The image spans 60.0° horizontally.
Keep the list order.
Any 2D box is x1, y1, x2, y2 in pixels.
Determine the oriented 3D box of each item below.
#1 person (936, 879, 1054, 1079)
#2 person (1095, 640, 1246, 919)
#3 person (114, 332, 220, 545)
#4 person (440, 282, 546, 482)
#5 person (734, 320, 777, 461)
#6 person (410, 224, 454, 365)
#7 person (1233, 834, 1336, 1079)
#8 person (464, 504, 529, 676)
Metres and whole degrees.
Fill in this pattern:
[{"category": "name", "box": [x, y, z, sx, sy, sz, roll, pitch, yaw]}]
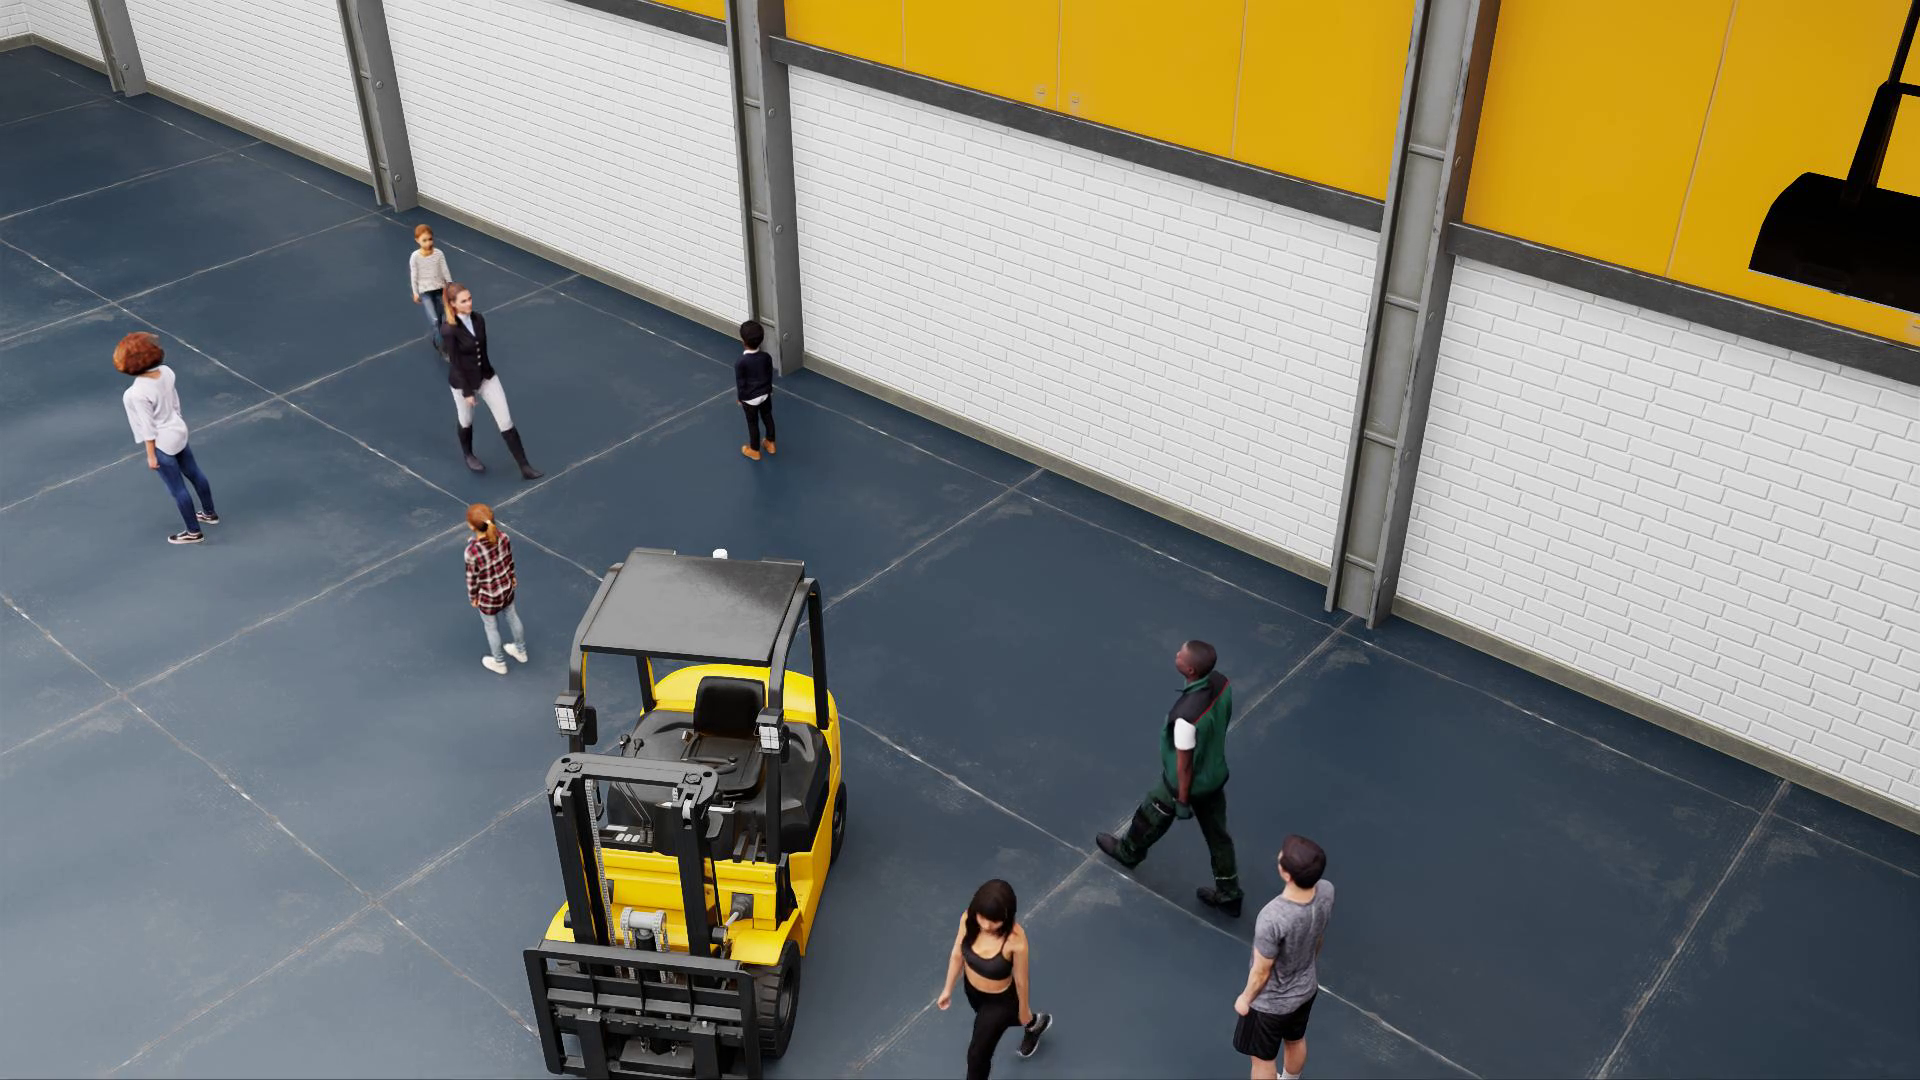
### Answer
[{"category": "person", "box": [0.211, 2.194, 8.193, 1.017, 1.608, 0.650, 28, 43, 35]}, {"category": "person", "box": [1.376, 1.372, 9.276, 1.202, 1.779, 0.732, 23, 40, 30]}, {"category": "person", "box": [-5.983, -0.781, 12.573, 0.760, 1.714, 0.738, 5, 34, 8]}, {"category": "person", "box": [-3.951, -1.249, 13.301, 1.084, 1.688, 0.545, 25, 41, 33]}, {"category": "person", "box": [-1.683, -1.239, 13.704, 0.536, 1.226, 0.522, -24, 41, -32]}, {"category": "person", "box": [-4.847, -2.290, 15.224, 0.644, 1.293, 0.899, -20, 38, -27]}, {"category": "person", "box": [1.566, 2.151, 8.019, 0.704, 1.873, 0.634, -23, 40, -30]}, {"category": "person", "box": [-3.156, 0.322, 11.284, 0.489, 1.305, 0.523, 26, 41, 33]}]
